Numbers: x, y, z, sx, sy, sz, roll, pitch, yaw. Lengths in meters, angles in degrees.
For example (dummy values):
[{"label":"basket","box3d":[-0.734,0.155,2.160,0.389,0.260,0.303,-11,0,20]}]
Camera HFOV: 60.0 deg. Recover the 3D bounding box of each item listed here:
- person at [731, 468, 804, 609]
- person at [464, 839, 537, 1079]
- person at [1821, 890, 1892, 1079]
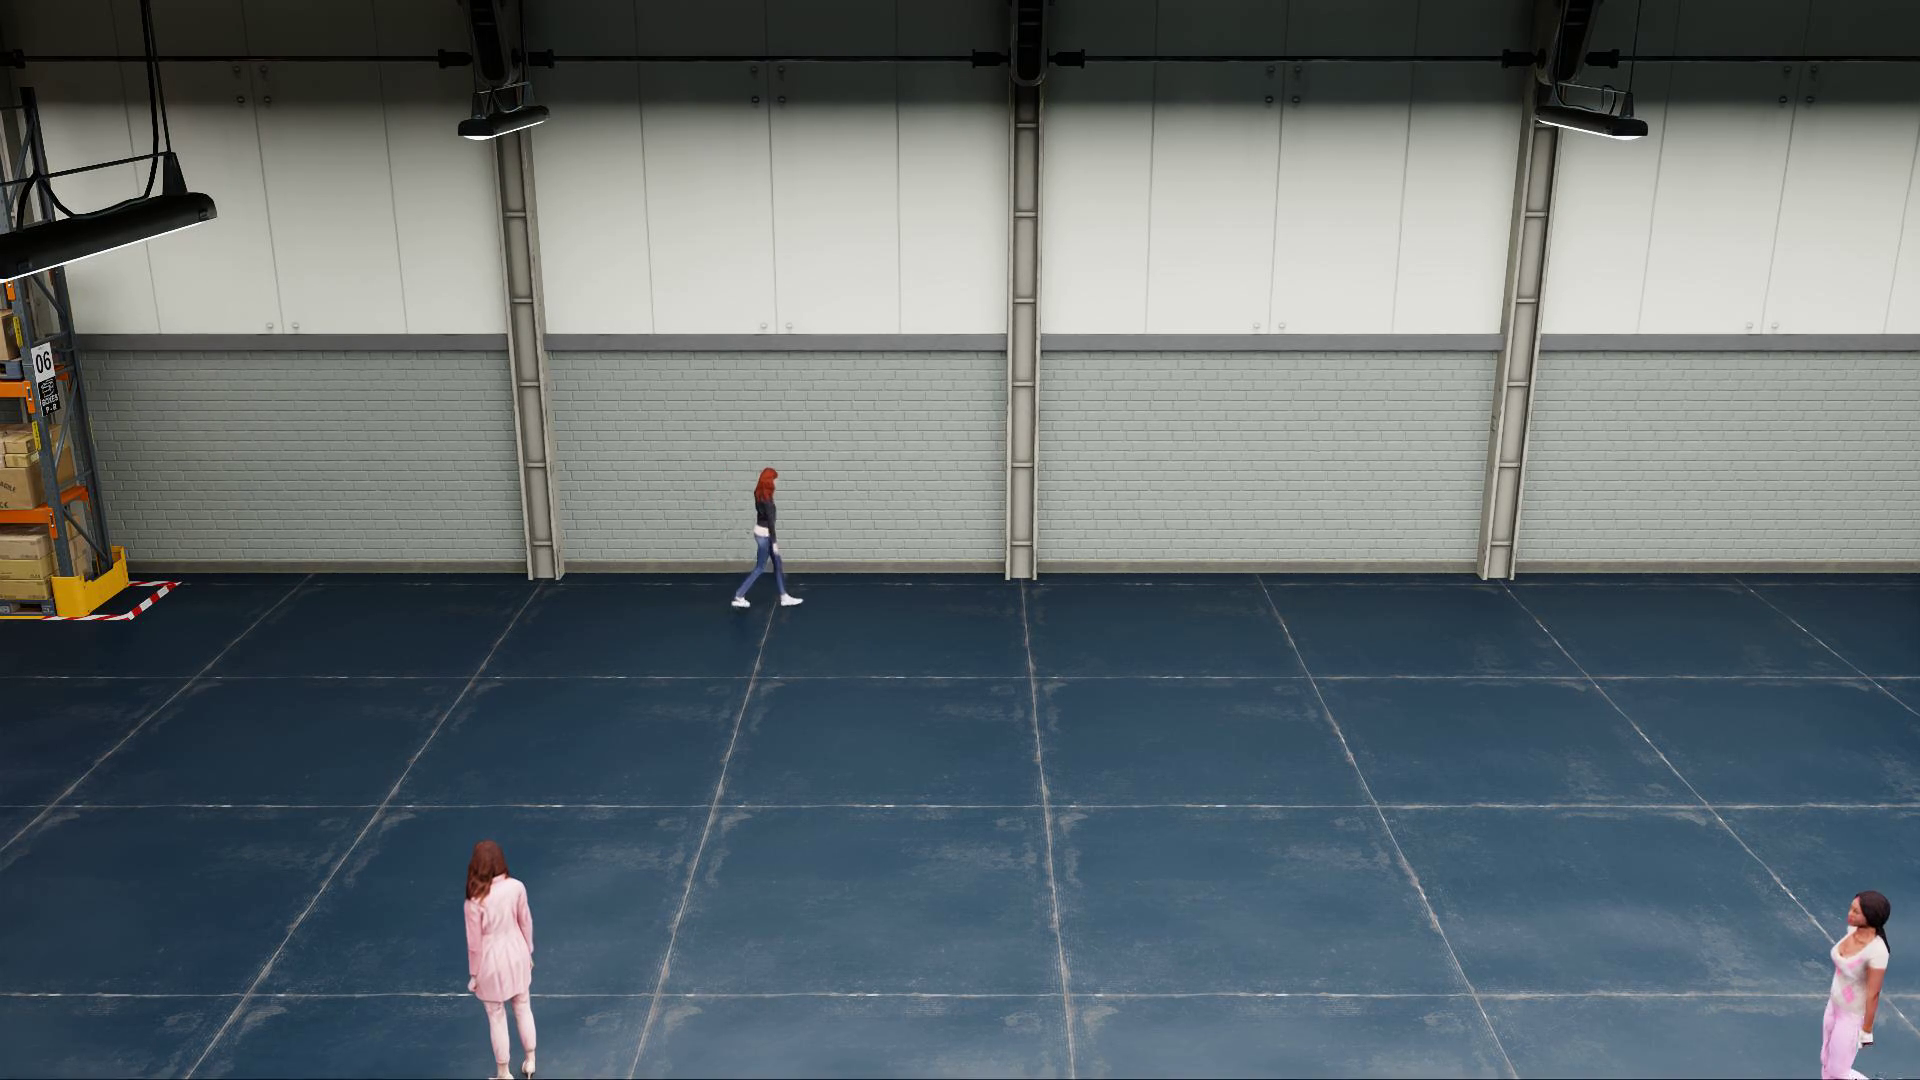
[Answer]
[{"label":"person","box3d":[-2.360,0.028,19.497,1.164,1.755,0.841,-6,19,-19]},{"label":"person","box3d":[-3.005,2.799,10.913,0.666,1.802,0.751,-14,23,-36]},{"label":"person","box3d":[5.685,2.991,10.445,0.829,1.728,0.640,2,18,7]}]
